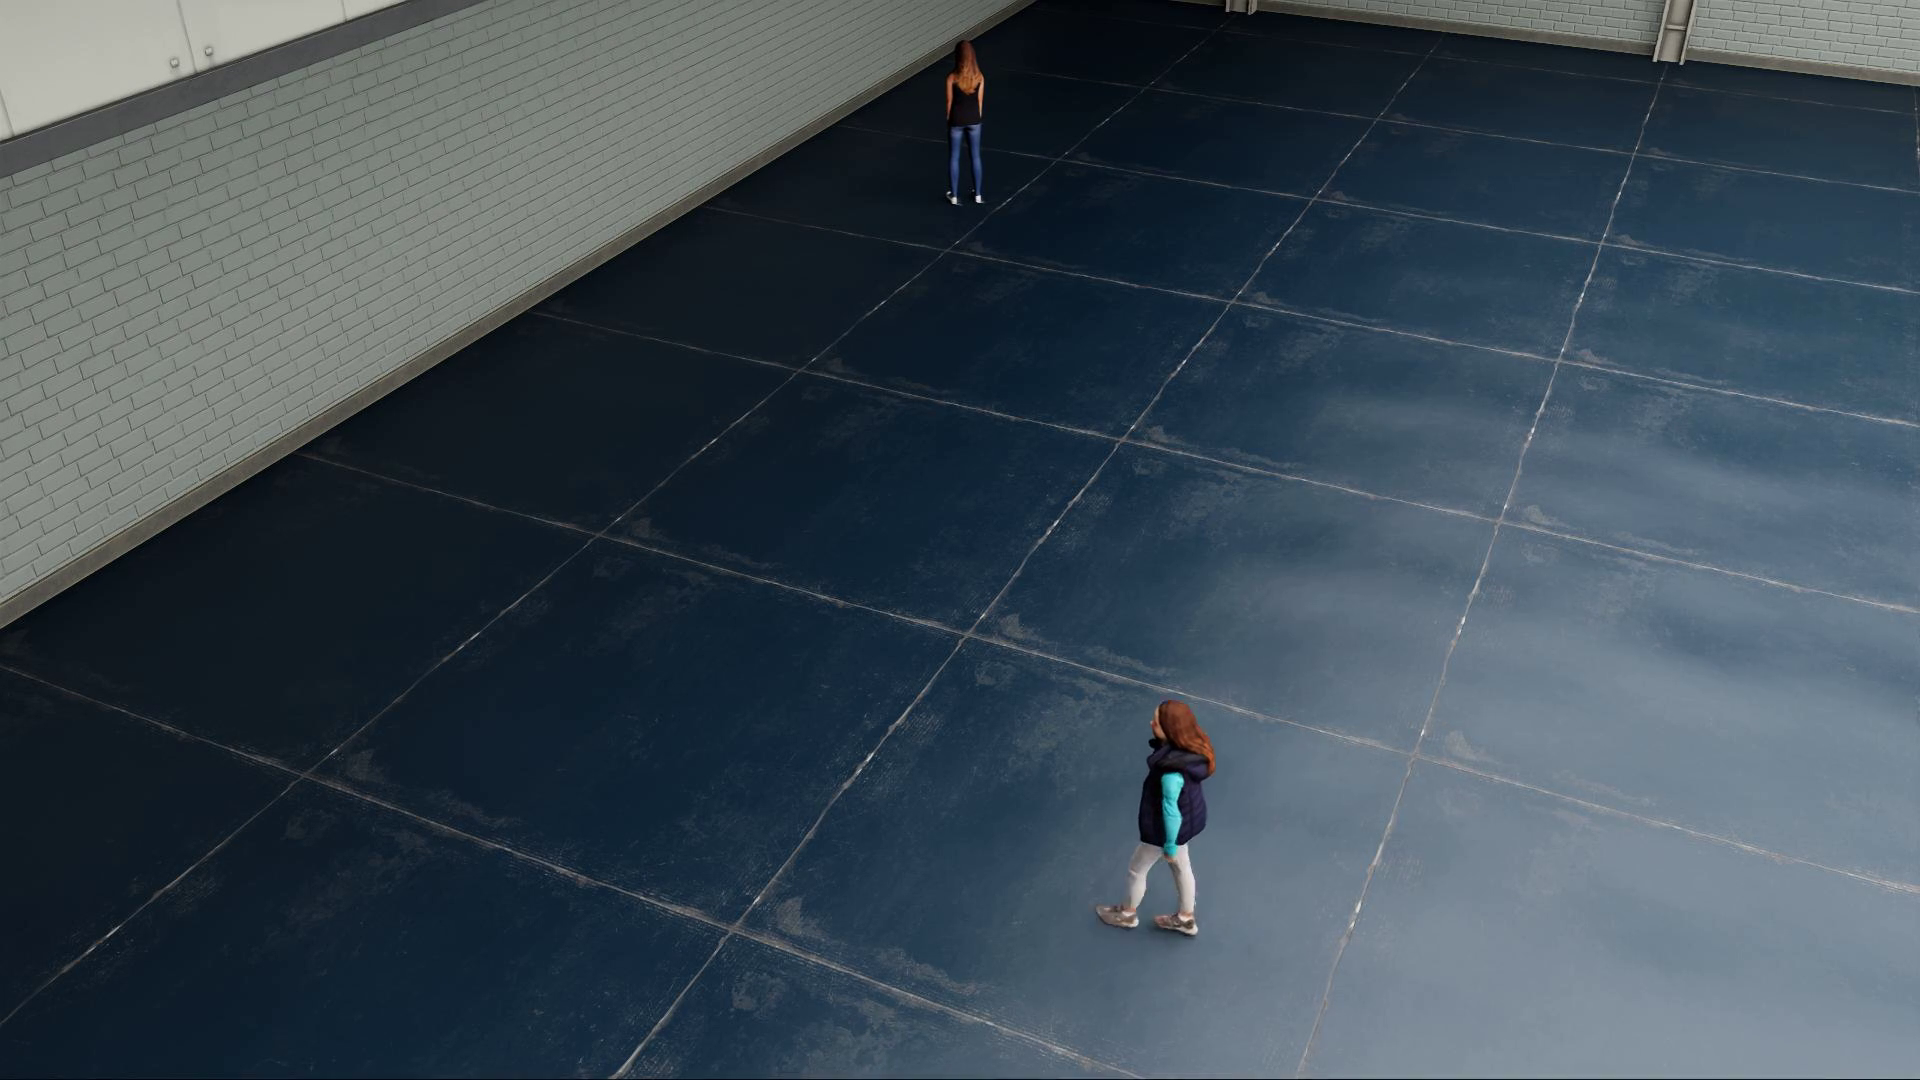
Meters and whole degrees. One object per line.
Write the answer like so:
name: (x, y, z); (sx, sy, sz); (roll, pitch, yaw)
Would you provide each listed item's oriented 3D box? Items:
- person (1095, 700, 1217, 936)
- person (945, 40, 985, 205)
person: (1.140, 1.456, 8.522); (0.809, 1.477, 0.640); (9, 33, 14)
person: (0.043, -4.419, 17.606); (0.643, 1.722, 0.711); (-9, 33, -14)
